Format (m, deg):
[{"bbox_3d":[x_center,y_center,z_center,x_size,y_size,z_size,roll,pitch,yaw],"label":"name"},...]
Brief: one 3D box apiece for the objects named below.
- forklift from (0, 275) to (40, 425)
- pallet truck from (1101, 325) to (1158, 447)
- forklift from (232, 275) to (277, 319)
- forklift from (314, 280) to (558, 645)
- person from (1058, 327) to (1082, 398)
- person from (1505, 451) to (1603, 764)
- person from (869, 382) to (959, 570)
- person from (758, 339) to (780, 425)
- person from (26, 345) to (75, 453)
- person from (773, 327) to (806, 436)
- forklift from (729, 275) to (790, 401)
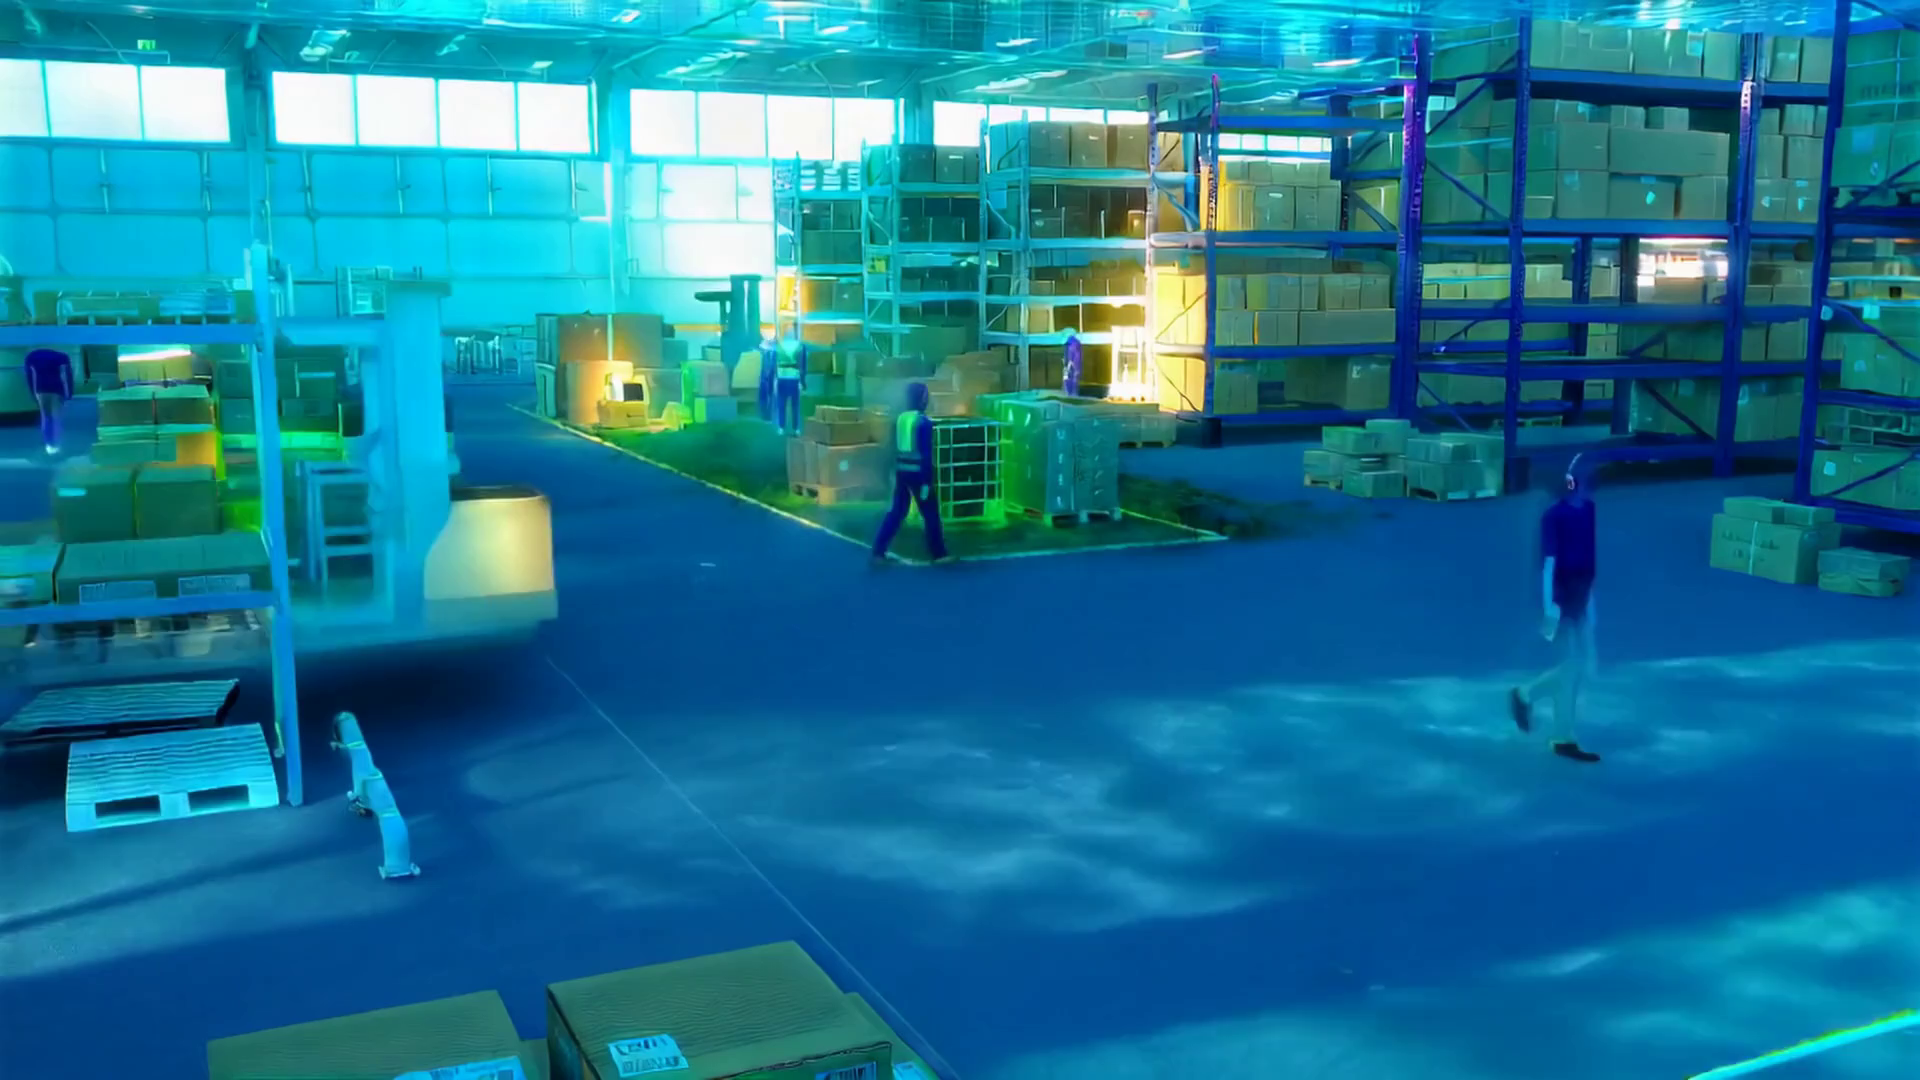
[{"bbox_3d":[-18.082,-3.570,31.238,1.129,2.768,1.873,-6,11,-33],"label":"forklift"},{"bbox_3d":[2.881,-2.596,27.923,0.823,1.965,1.885,-1,9,-7],"label":"pallet truck"},{"bbox_3d":[-16.382,-4.786,38.781,1.129,2.768,1.873,-4,10,-25],"label":"forklift"},{"bbox_3d":[-4.320,-0.695,13.396,1.873,2.768,1.129,-4,10,-25],"label":"forklift"},{"bbox_3d":[2.114,-3.198,32.143,0.429,1.842,0.634,4,10,23],"label":"person"},{"bbox_3d":[3.594,0.378,9.913,0.539,1.857,0.576,-9,13,-43],"label":"person"},{"bbox_3d":[-0.479,-0.619,16.161,0.977,1.844,0.592,-6,11,-34],"label":"person"},{"bbox_3d":[-3.616,-2.969,31.372,0.554,1.622,0.499,8,12,40],"label":"person"},{"bbox_3d":[-14.611,-2.371,26.790,0.649,1.906,0.810,-3,9,-15],"label":"person"},{"bbox_3d":[-3.011,-2.793,29.395,0.590,1.918,0.386,-2,9,-11],"label":"person"},{"bbox_3d":[-4.810,-4.591,37.568,1.873,2.768,1.129,3,10,20],"label":"forklift"}]
